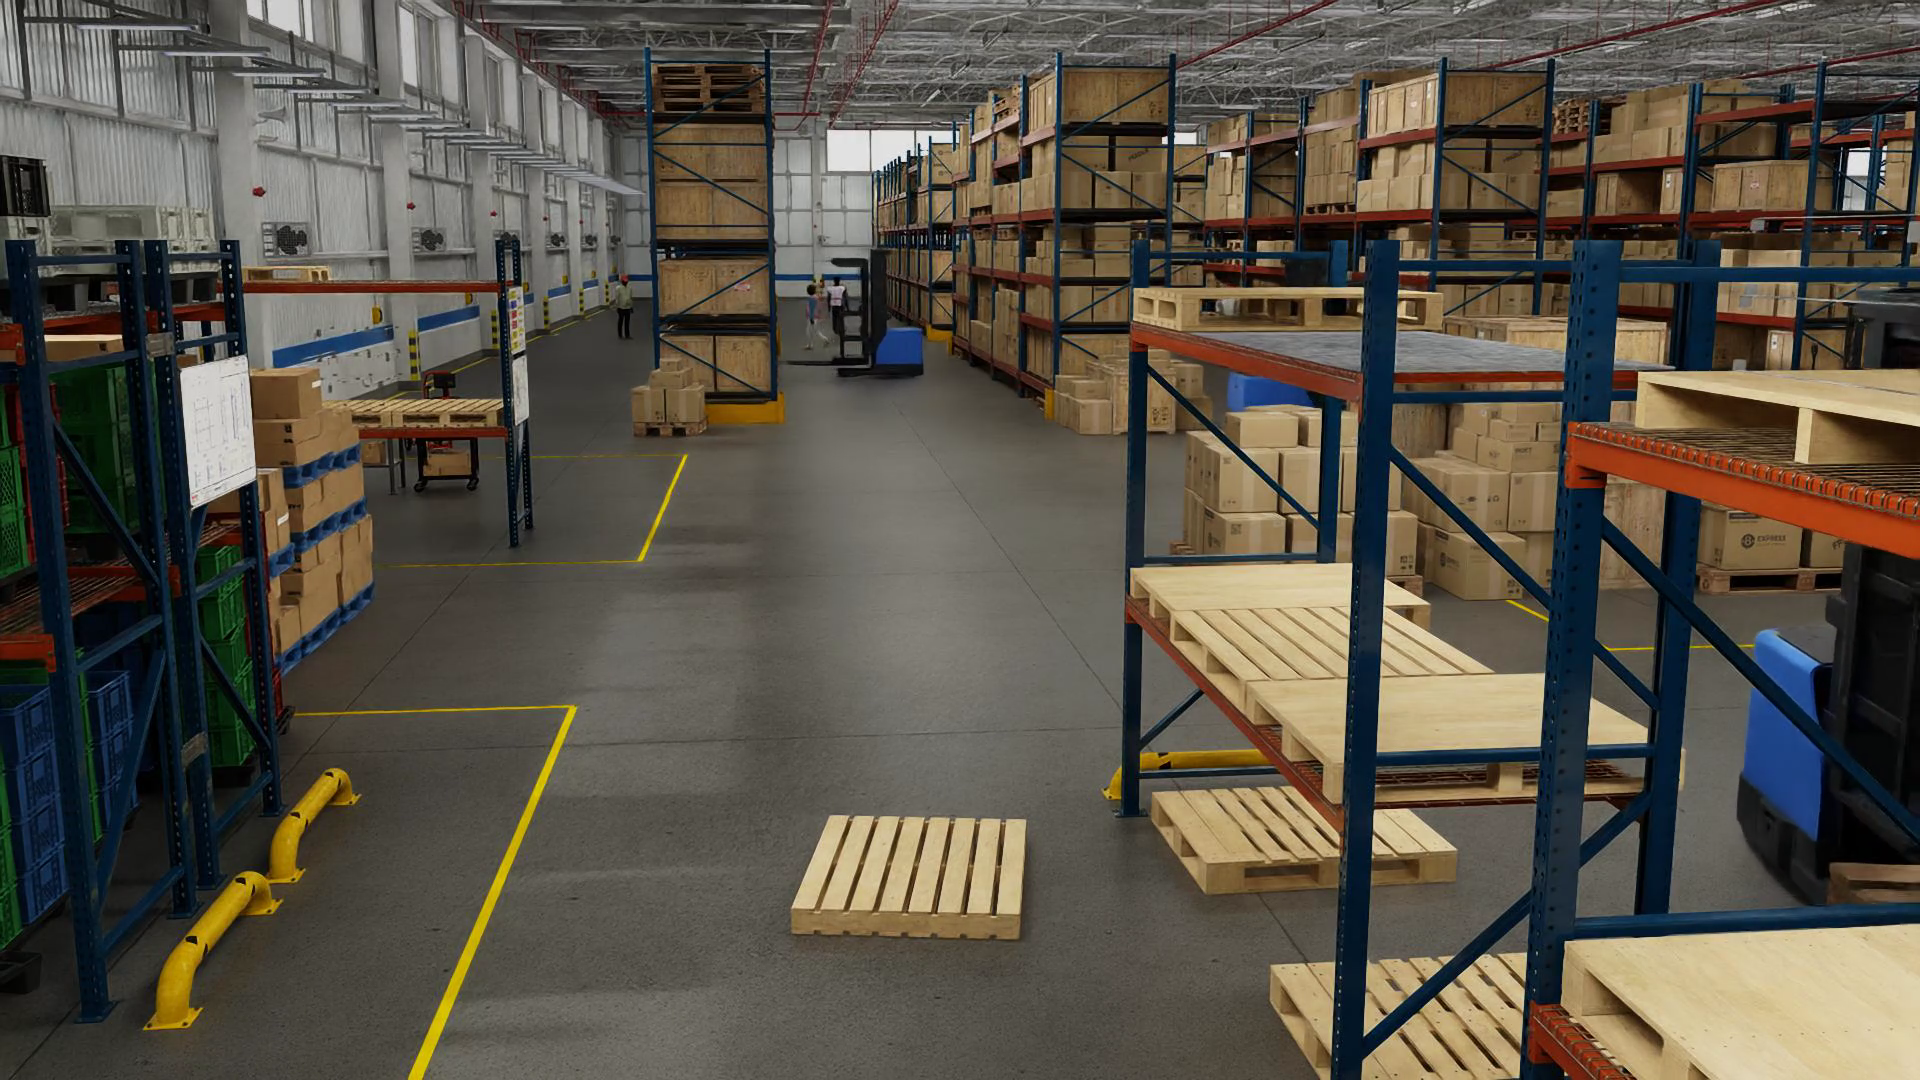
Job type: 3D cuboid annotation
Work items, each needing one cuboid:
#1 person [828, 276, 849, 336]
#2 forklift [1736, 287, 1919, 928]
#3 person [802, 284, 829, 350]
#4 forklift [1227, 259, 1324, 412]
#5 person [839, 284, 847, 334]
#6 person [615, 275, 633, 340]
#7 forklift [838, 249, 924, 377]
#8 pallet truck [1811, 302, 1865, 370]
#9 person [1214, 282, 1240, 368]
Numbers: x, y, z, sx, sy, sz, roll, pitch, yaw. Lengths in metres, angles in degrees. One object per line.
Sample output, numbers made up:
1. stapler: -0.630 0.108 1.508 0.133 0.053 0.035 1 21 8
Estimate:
1. person: -3.851 -7.402 52.738 0.615 1.879 0.942 2 10 11
2. forklift: 4.412 0.273 7.419 1.129 2.768 1.873 1 10 6
3. person: -4.007 -6.157 46.008 0.671 1.824 0.624 0 10 0
4. forklift: 4.919 -2.743 24.132 1.873 2.768 1.129 -1 10 -6
5. person: -3.906 -7.473 53.804 0.513 1.614 0.545 -6 12 -29
6. person: -10.230 -7.105 50.787 0.401 1.984 0.611 9 14 41
7. forklift: -1.774 -5.037 36.843 1.873 2.768 1.129 -1 10 -5
8. pallet truck: 15.846 -3.142 28.793 1.885 1.965 0.823 2 10 12
9. person: 6.350 -5.119 39.647 0.623 2.029 0.484 -1 10 -4
